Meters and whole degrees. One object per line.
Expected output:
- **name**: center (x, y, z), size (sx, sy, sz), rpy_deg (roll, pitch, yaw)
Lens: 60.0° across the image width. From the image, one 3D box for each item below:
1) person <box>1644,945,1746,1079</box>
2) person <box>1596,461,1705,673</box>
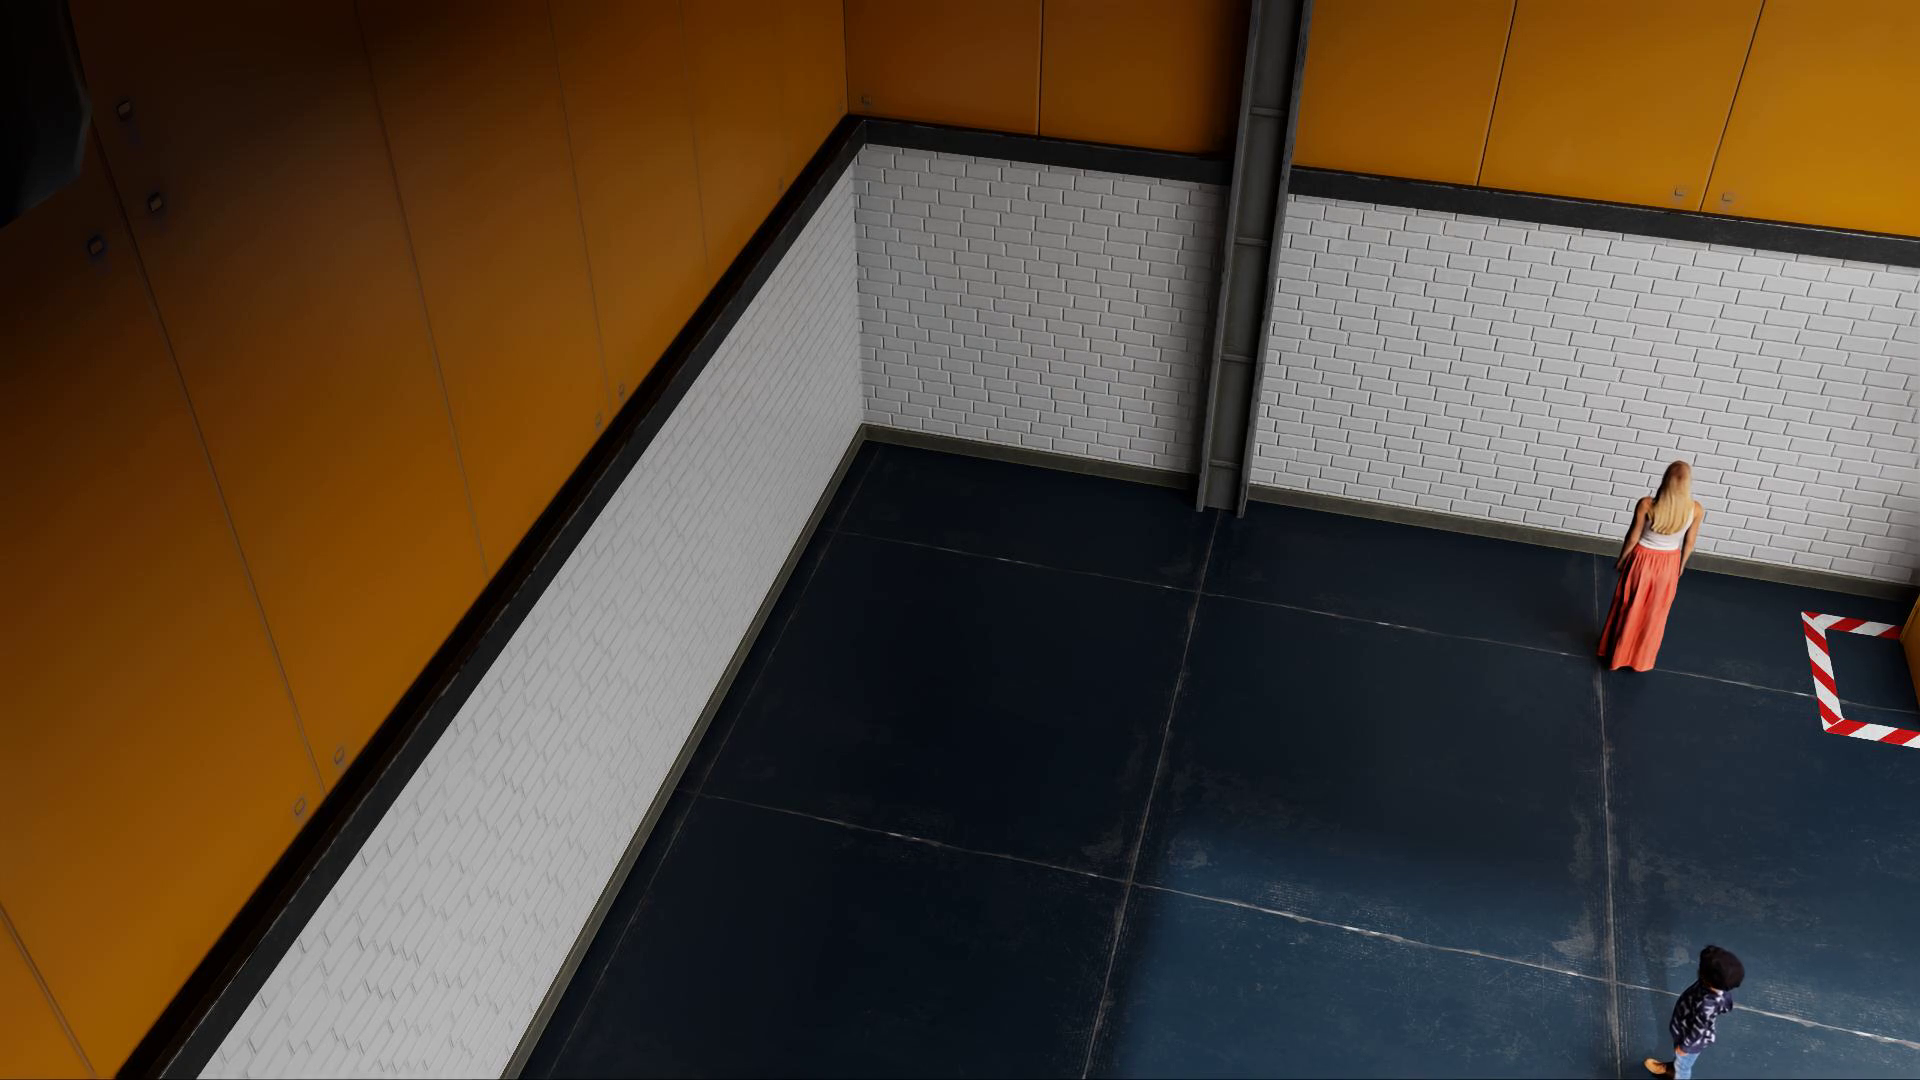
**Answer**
- **person**: center (4.057, 2.677, 9.181), size (0.531, 1.251, 0.528), rpy_deg (17, 42, 20)
- **person**: center (4.914, 0.208, 11.830), size (0.507, 1.803, 0.674), rpy_deg (9, 40, 12)
